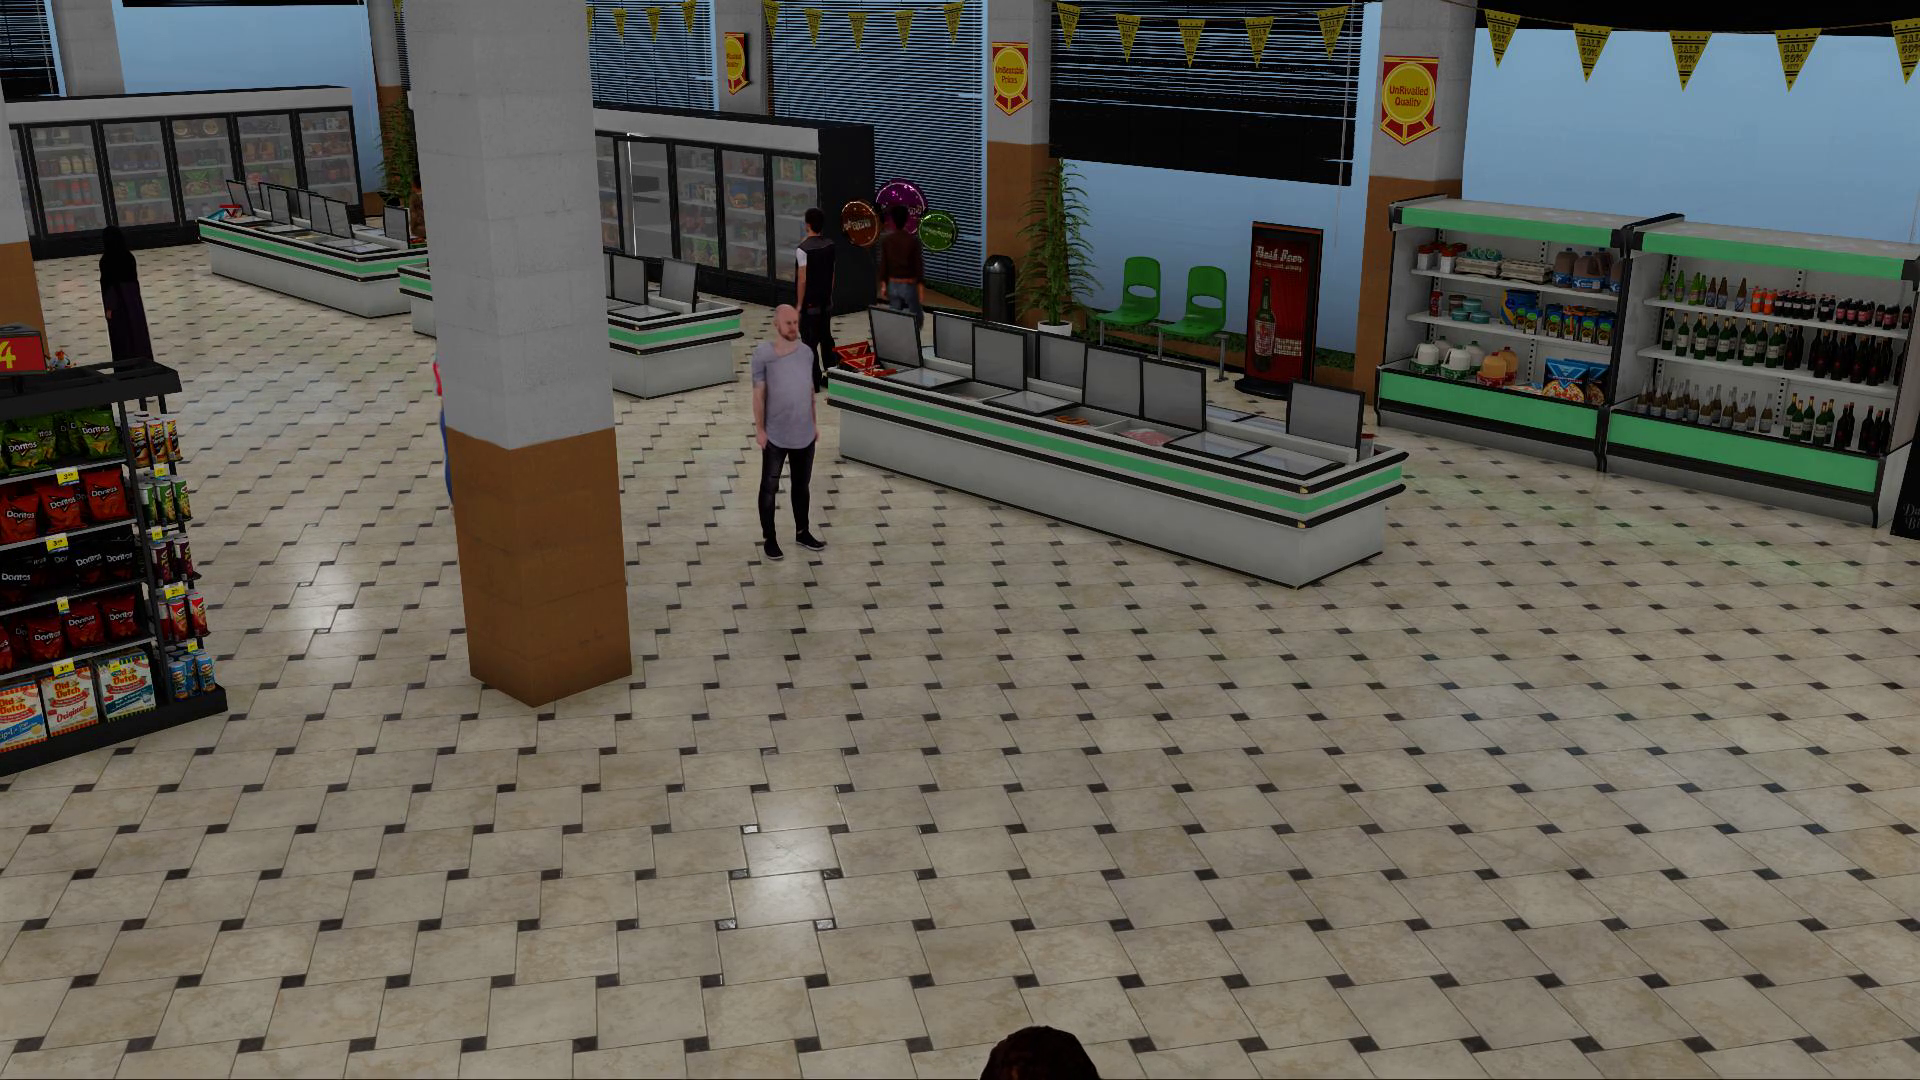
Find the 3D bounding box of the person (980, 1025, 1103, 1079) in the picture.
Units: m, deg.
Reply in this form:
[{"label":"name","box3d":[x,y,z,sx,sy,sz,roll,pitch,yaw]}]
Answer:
[{"label":"person","box3d":[0.199,1.955,4.066,0.653,1.711,0.477,-15,24,-38]}]

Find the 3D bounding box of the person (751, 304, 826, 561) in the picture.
[{"label":"person","box3d":[-1.249,-0.802,12.042,0.695,1.839,0.626,-13,23,-34]}]

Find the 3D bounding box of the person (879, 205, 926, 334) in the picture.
[{"label":"person","box3d":[-0.622,-2.615,17.530,0.721,1.769,0.843,6,19,17]}]

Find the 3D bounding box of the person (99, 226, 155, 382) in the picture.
[{"label":"person","box3d":[-8.722,-2.469,17.339,0.711,1.614,0.696,8,20,21]}]

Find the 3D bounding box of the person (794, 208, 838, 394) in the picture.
[{"label":"person","box3d":[-1.459,-2.430,16.855,0.576,1.849,0.657,15,24,38]}]

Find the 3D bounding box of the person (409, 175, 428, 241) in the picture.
[{"label":"person","box3d":[-7.442,-4.329,23.106,0.573,1.453,0.579,16,24,39]}]
